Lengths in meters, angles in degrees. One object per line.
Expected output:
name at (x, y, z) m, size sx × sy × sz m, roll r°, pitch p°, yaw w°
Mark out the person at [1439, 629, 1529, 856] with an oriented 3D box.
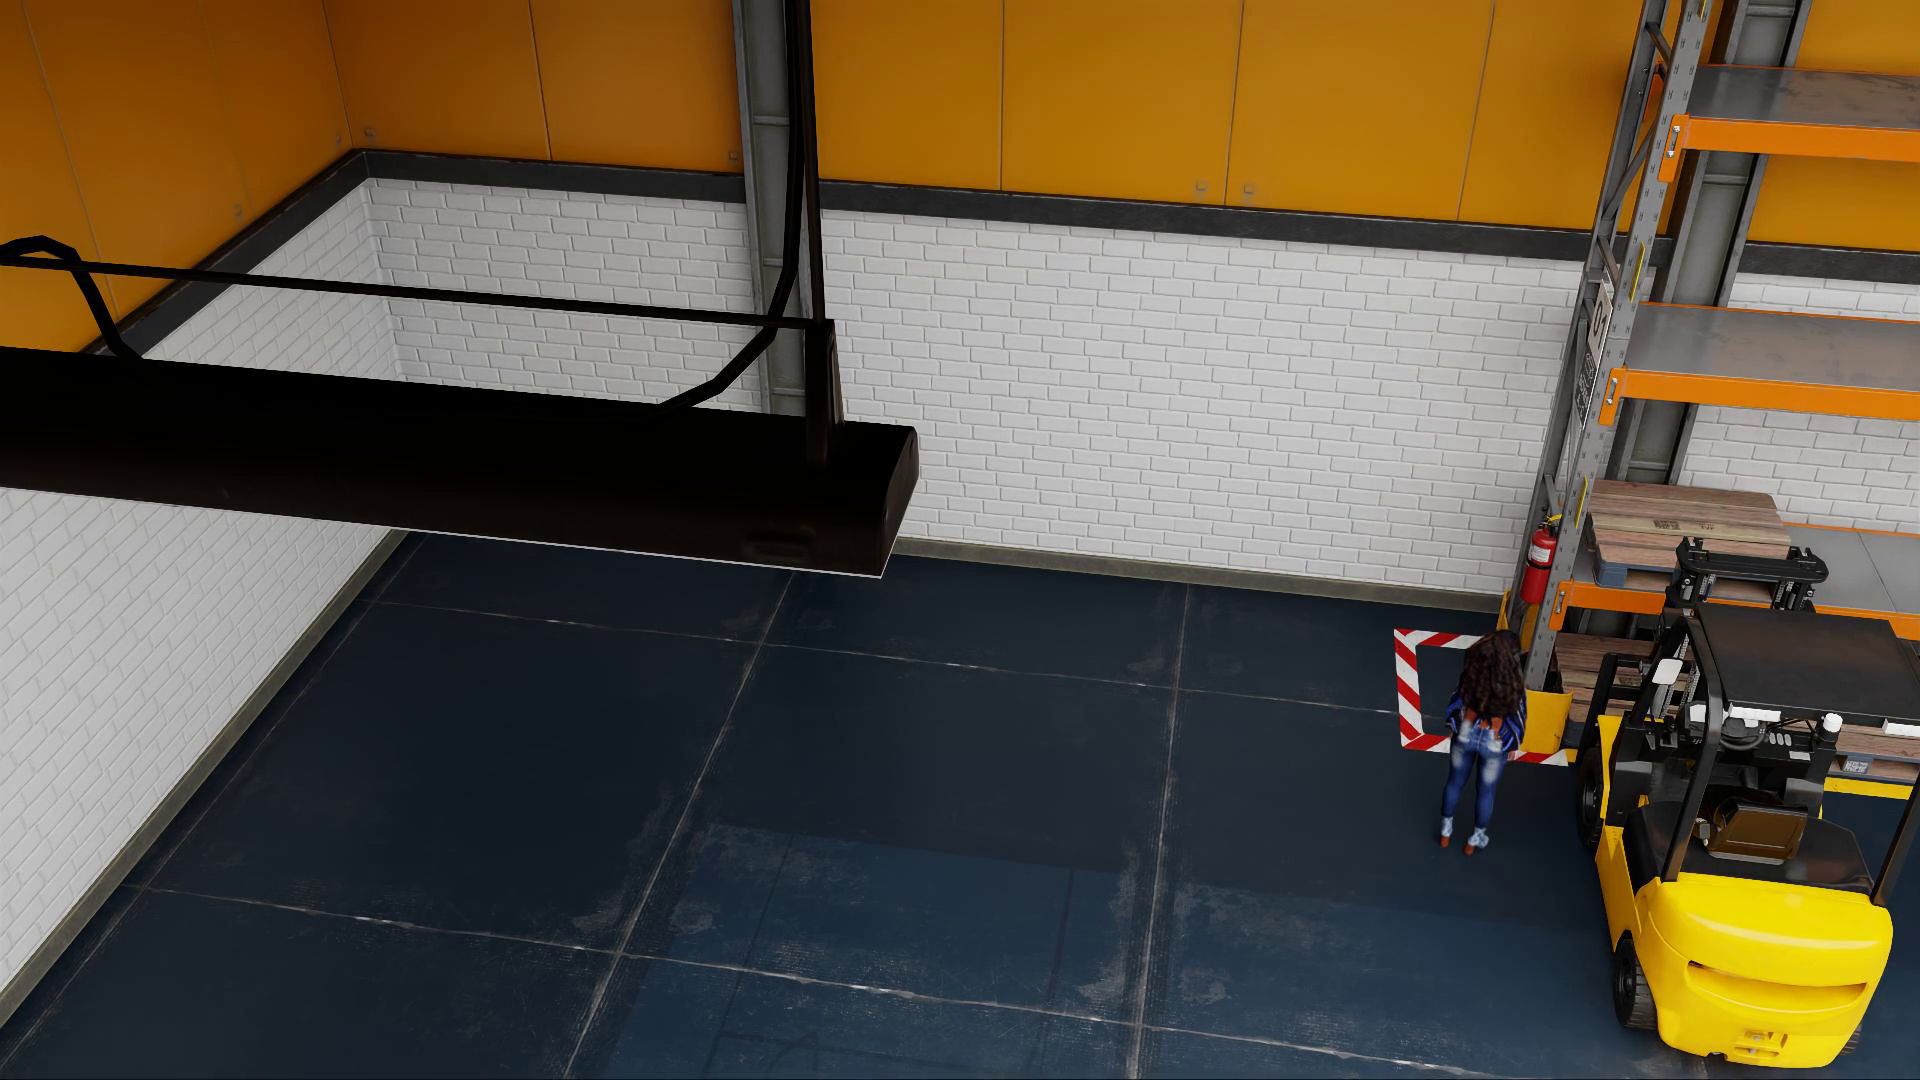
person at (3.106, 1.194, 9.915) m, size 0.622 × 1.618 × 0.753 m, roll 20°, pitch 38°, yaw 27°
